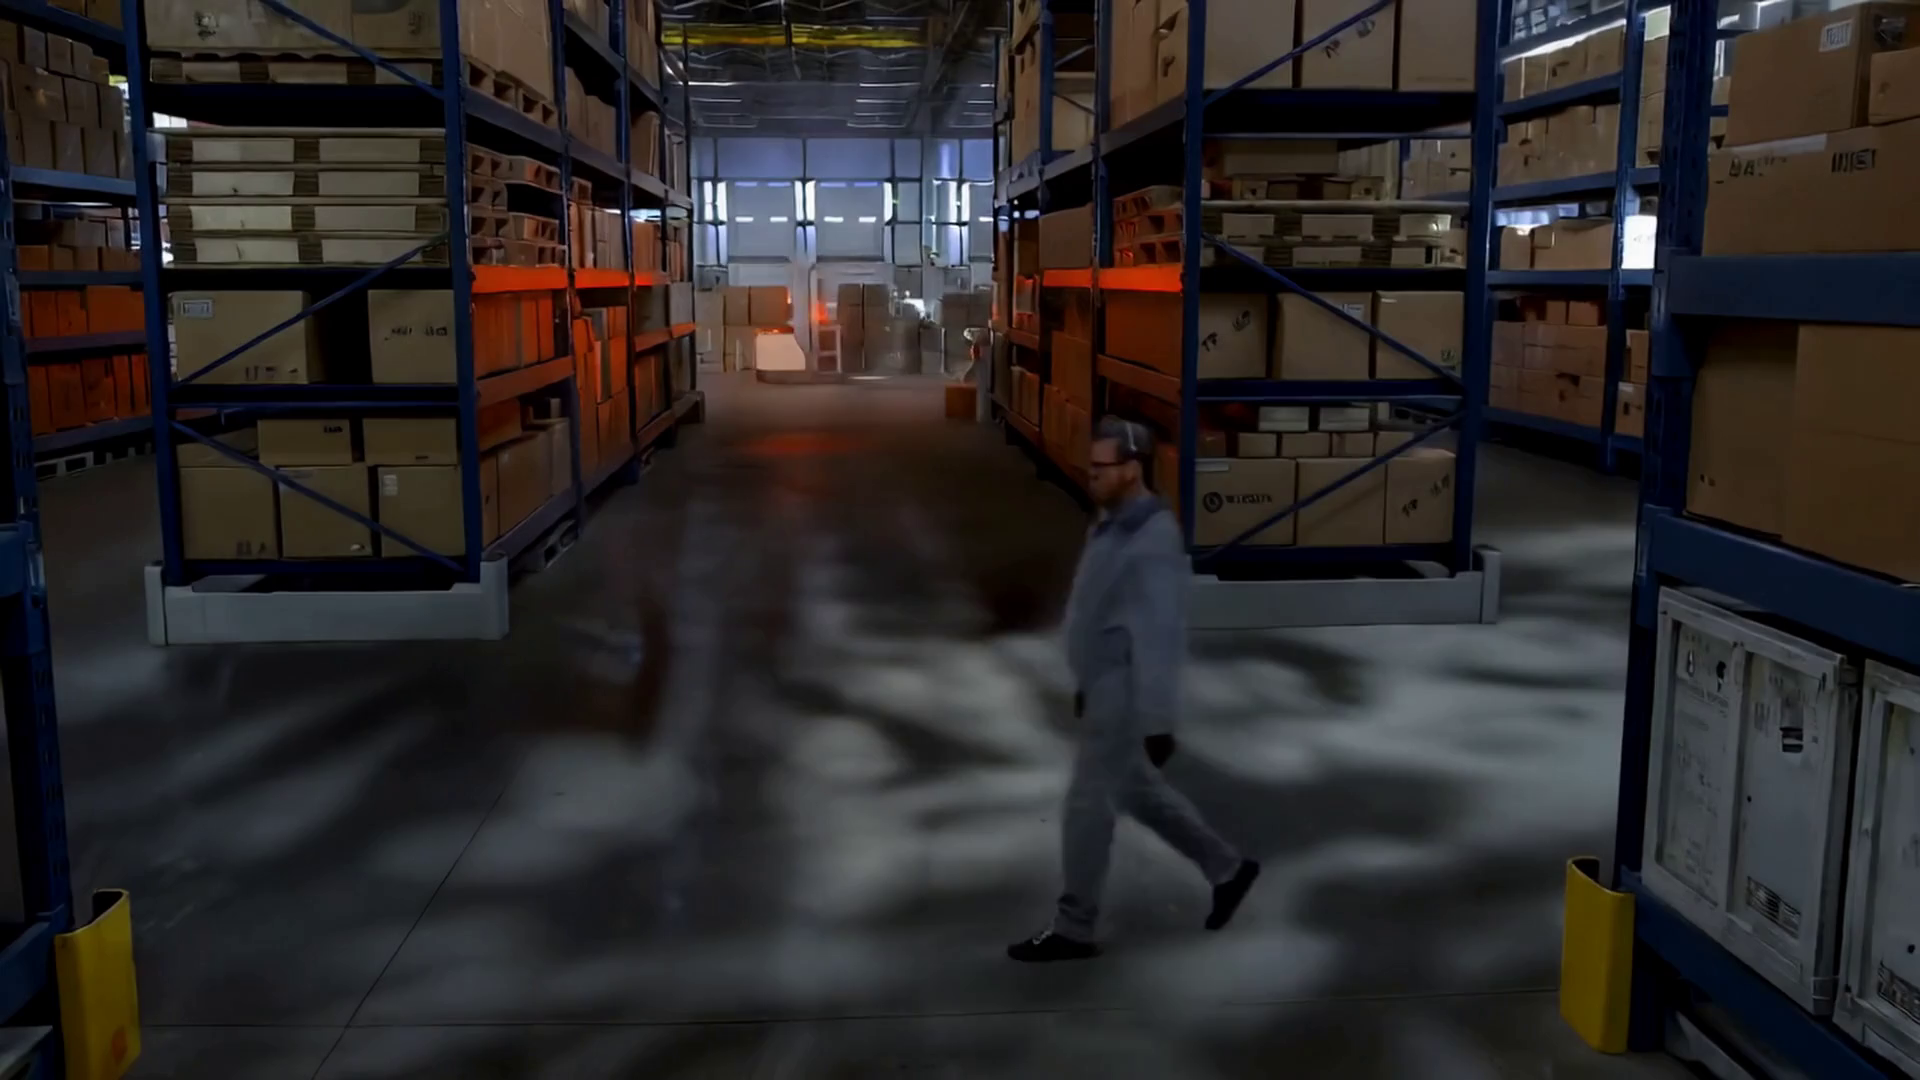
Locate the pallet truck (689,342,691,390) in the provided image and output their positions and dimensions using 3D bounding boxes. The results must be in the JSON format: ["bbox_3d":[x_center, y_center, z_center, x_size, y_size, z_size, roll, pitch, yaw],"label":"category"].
[{"bbox_3d":[-5.225,-3.008,27.480,1.885,1.965,0.823,2,9,14],"label":"pallet truck"}]

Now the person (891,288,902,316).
[{"bbox_3d":[-2.298,-7.819,57.931,0.635,1.927,0.372,4,10,23],"label":"person"}]

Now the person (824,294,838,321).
[{"bbox_3d":[-4.492,-7.716,57.982,0.533,1.697,0.322,-4,10,-22],"label":"person"}]

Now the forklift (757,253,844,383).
[{"bbox_3d":[-3.480,-4.832,36.171,1.873,2.768,1.129,-1,9,-4],"label":"forklift"}]

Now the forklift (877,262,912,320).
[{"bbox_3d":[-2.578,-8.323,58.089,1.873,2.768,1.129,-4,10,-21],"label":"forklift"}]

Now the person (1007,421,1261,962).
[{"bbox_3d":[0.623,0.516,5.734,0.859,1.877,0.641,0,9,-2],"label":"person"}]
